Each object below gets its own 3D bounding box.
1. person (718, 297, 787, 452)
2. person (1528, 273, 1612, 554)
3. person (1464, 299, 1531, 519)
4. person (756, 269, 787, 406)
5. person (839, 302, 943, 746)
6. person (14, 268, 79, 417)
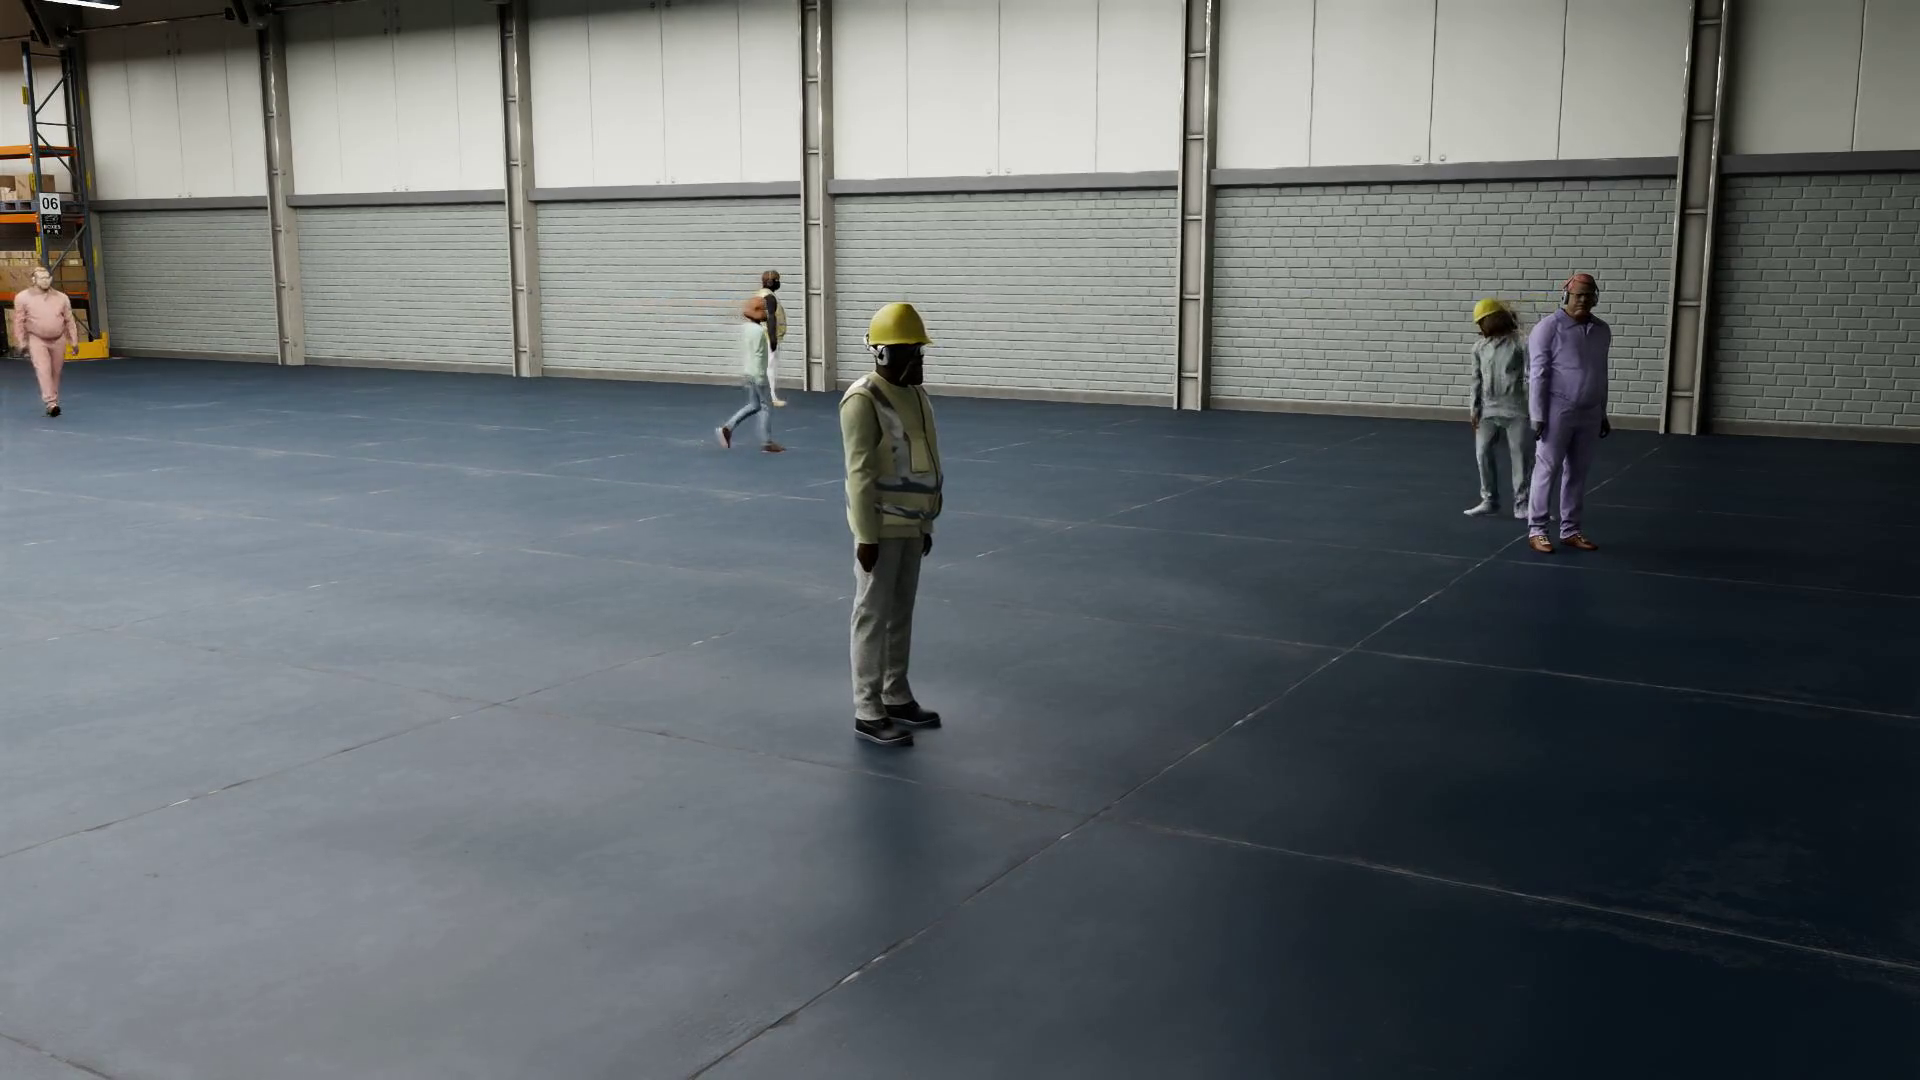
[{"bbox_3d":[-2.140,-1.691,17.089,0.629,1.610,0.509,-4,10,-22],"label":"person"},{"bbox_3d":[4.189,-0.860,11.377,0.650,1.904,0.401,-4,10,-20],"label":"person"},{"bbox_3d":[4.216,-0.987,12.727,0.655,1.697,0.352,7,12,35],"label":"person"},{"bbox_3d":[-2.555,-2.729,22.499,0.429,1.841,0.633,-3,10,-15],"label":"person"},{"bbox_3d":[-0.271,-0.076,6.991,0.404,1.834,0.592,4,11,25],"label":"person"},{"bbox_3d":[-11.427,-2.472,20.906,0.932,1.863,0.674,9,13,43],"label":"person"}]
